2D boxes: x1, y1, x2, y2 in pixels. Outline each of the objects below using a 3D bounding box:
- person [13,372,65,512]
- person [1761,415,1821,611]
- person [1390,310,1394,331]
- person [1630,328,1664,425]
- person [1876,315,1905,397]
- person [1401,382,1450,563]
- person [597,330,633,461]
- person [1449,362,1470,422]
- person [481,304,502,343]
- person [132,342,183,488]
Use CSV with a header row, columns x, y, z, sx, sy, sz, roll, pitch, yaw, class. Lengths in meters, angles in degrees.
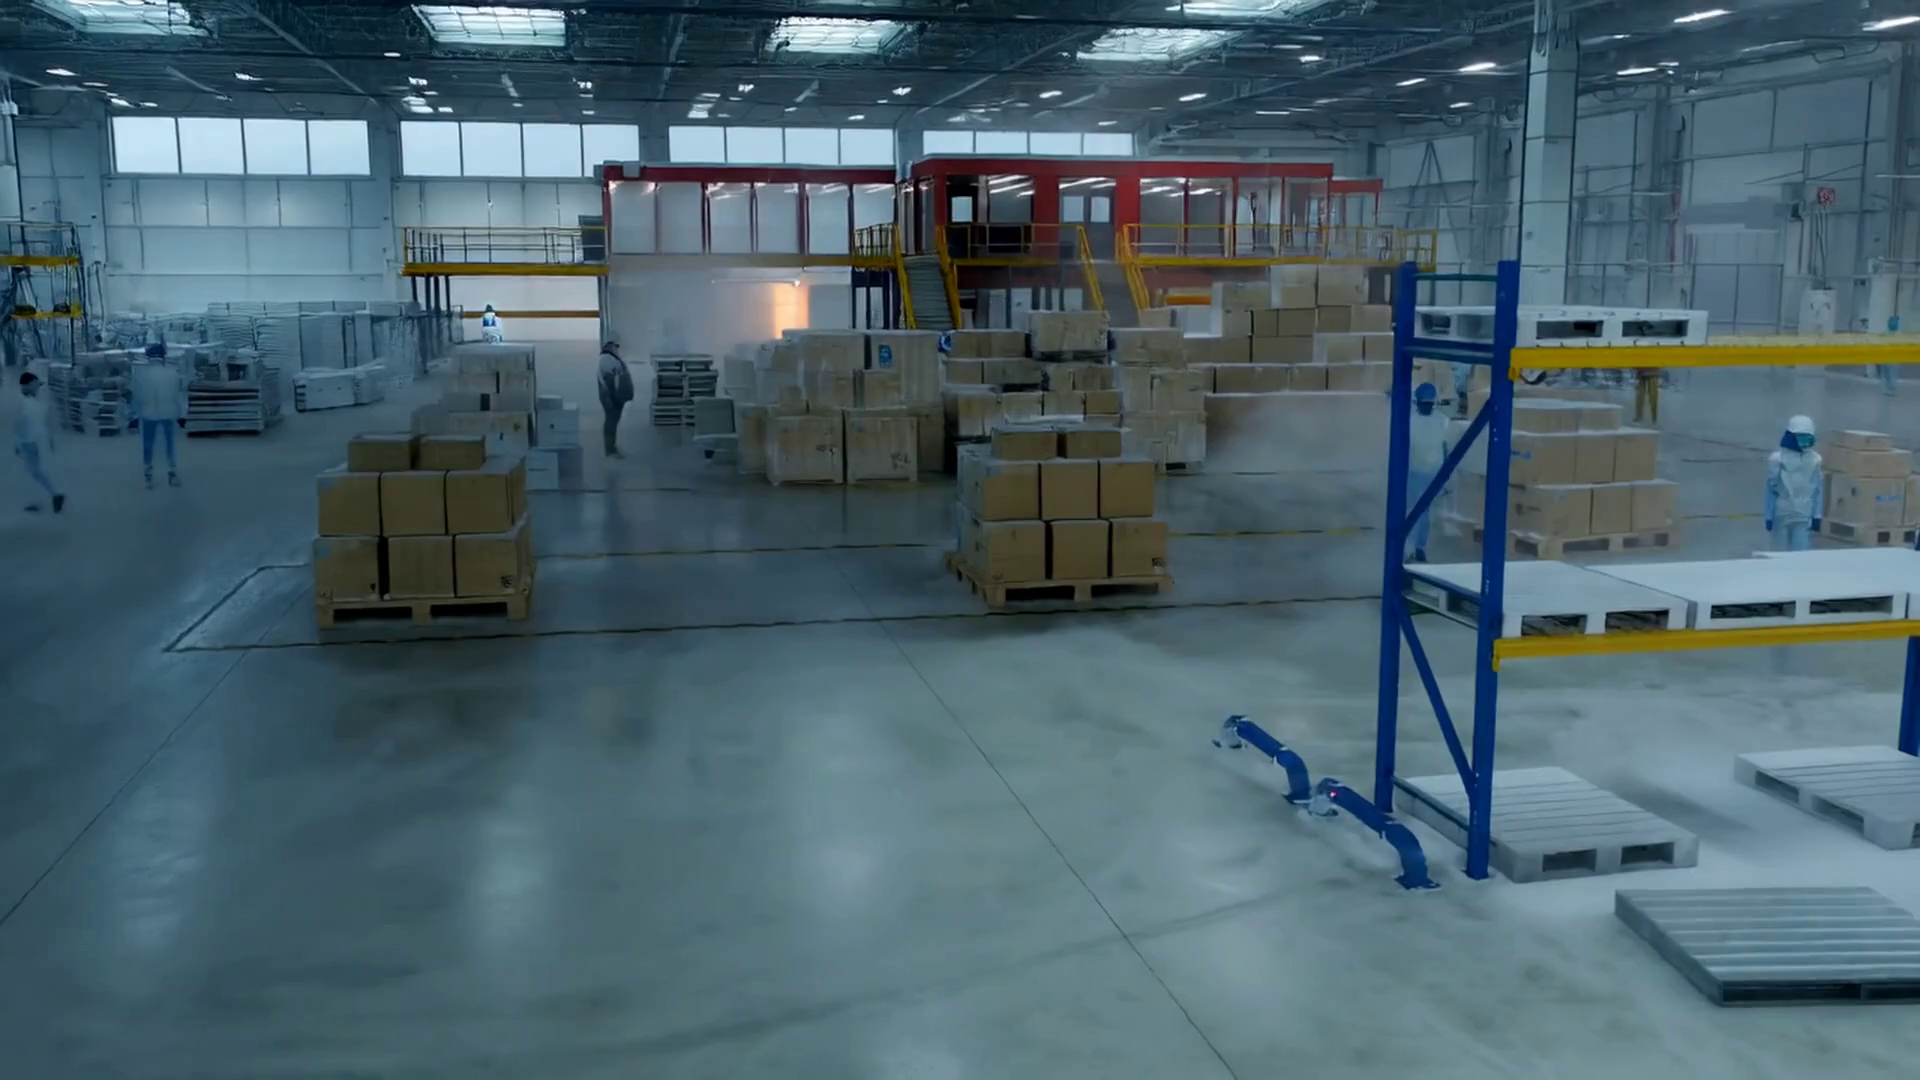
x,y,z,sx,sy,sz,roll,pitch,yaw,class
-11.267,-1.187,20.329,0.764,1.743,0.530,3,10,19,person
7.198,-0.213,14.381,0.493,1.743,0.297,-1,9,-8,person
11.769,-5.348,45.394,0.624,1.840,0.429,3,10,17,person
13.085,-3.106,31.711,0.625,1.846,0.429,-1,9,-4,person
21.725,-4.305,38.864,0.620,1.906,0.885,5,11,28,person
4.711,-0.678,16.884,0.508,1.853,0.500,1,9,7,person
-5.375,-2.262,25.967,0.536,2.000,0.688,-2,9,-10,person
9.748,-3.261,32.421,0.384,1.932,0.622,4,10,21,person
-14.605,-6.421,51.828,0.615,1.867,0.525,-2,10,-11,person
-10.977,-1.711,22.773,0.610,1.986,0.393,-7,12,-37,person
